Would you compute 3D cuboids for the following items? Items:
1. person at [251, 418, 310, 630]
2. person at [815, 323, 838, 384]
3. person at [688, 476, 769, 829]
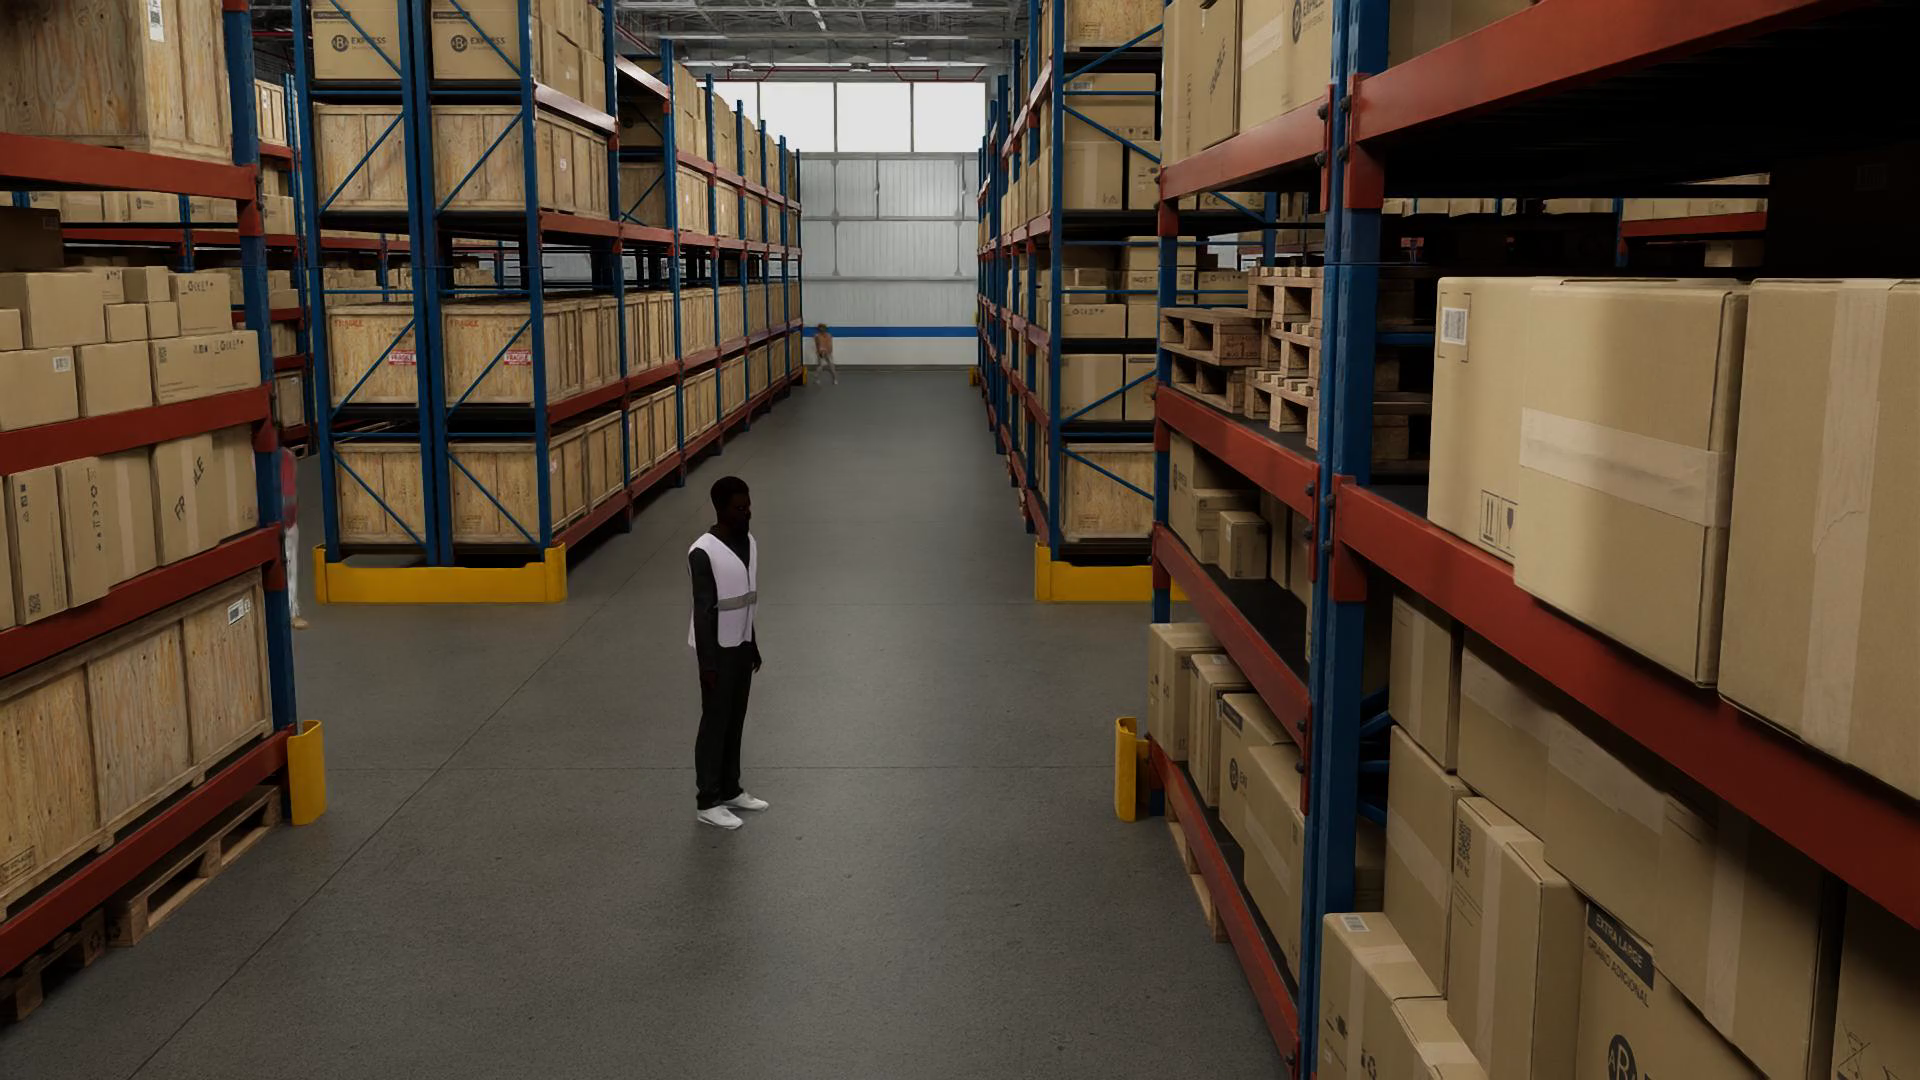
[{"bbox_3d":[-5.875,-0.148,14.046,0.735,1.818,0.636,5,11,28],"label":"person"},{"bbox_3d":[-3.555,-4.914,43.842,0.529,1.608,0.523,-5,11,-30],"label":"person"},{"bbox_3d":[-1.291,0.598,9.135,0.373,1.917,0.595,3,10,19],"label":"person"}]
